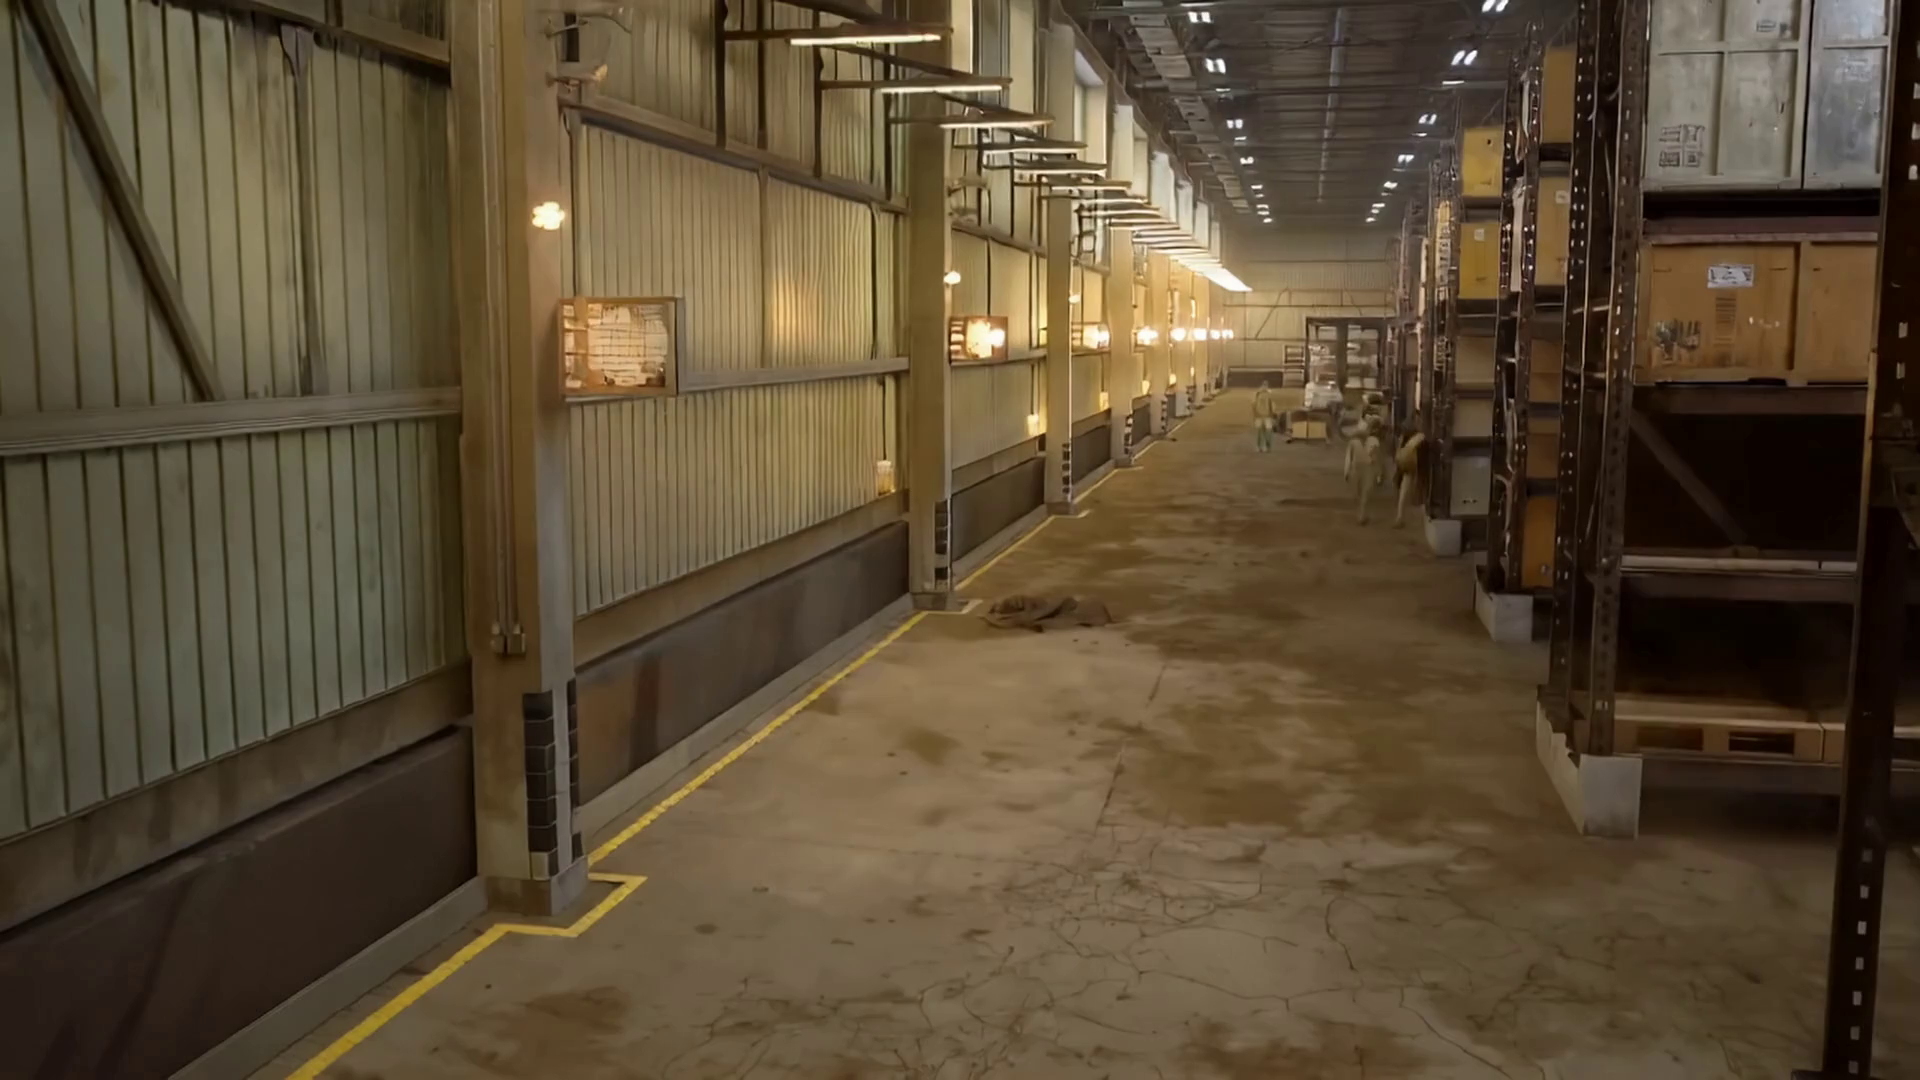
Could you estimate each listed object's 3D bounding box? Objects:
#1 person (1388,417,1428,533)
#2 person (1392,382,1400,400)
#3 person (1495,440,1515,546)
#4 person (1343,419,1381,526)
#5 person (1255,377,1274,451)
[{"bbox_3d":[7.029,-0.999,25.767,0.852,1.812,0.641,-2,7,-15],"label":"person"},{"bbox_3d":[12.364,-3.600,46.777,0.347,1.735,0.485,-5,9,-35],"label":"person"},{"bbox_3d":[6.912,-0.433,20.714,0.557,1.914,0.641,-5,9,-34],"label":"person"},{"bbox_3d":[6.386,-1.074,26.595,0.572,1.713,0.819,7,10,42],"label":"person"},{"bbox_3d":[7.946,-3.269,43.302,0.361,1.939,0.543,-6,9,-40],"label":"person"}]
